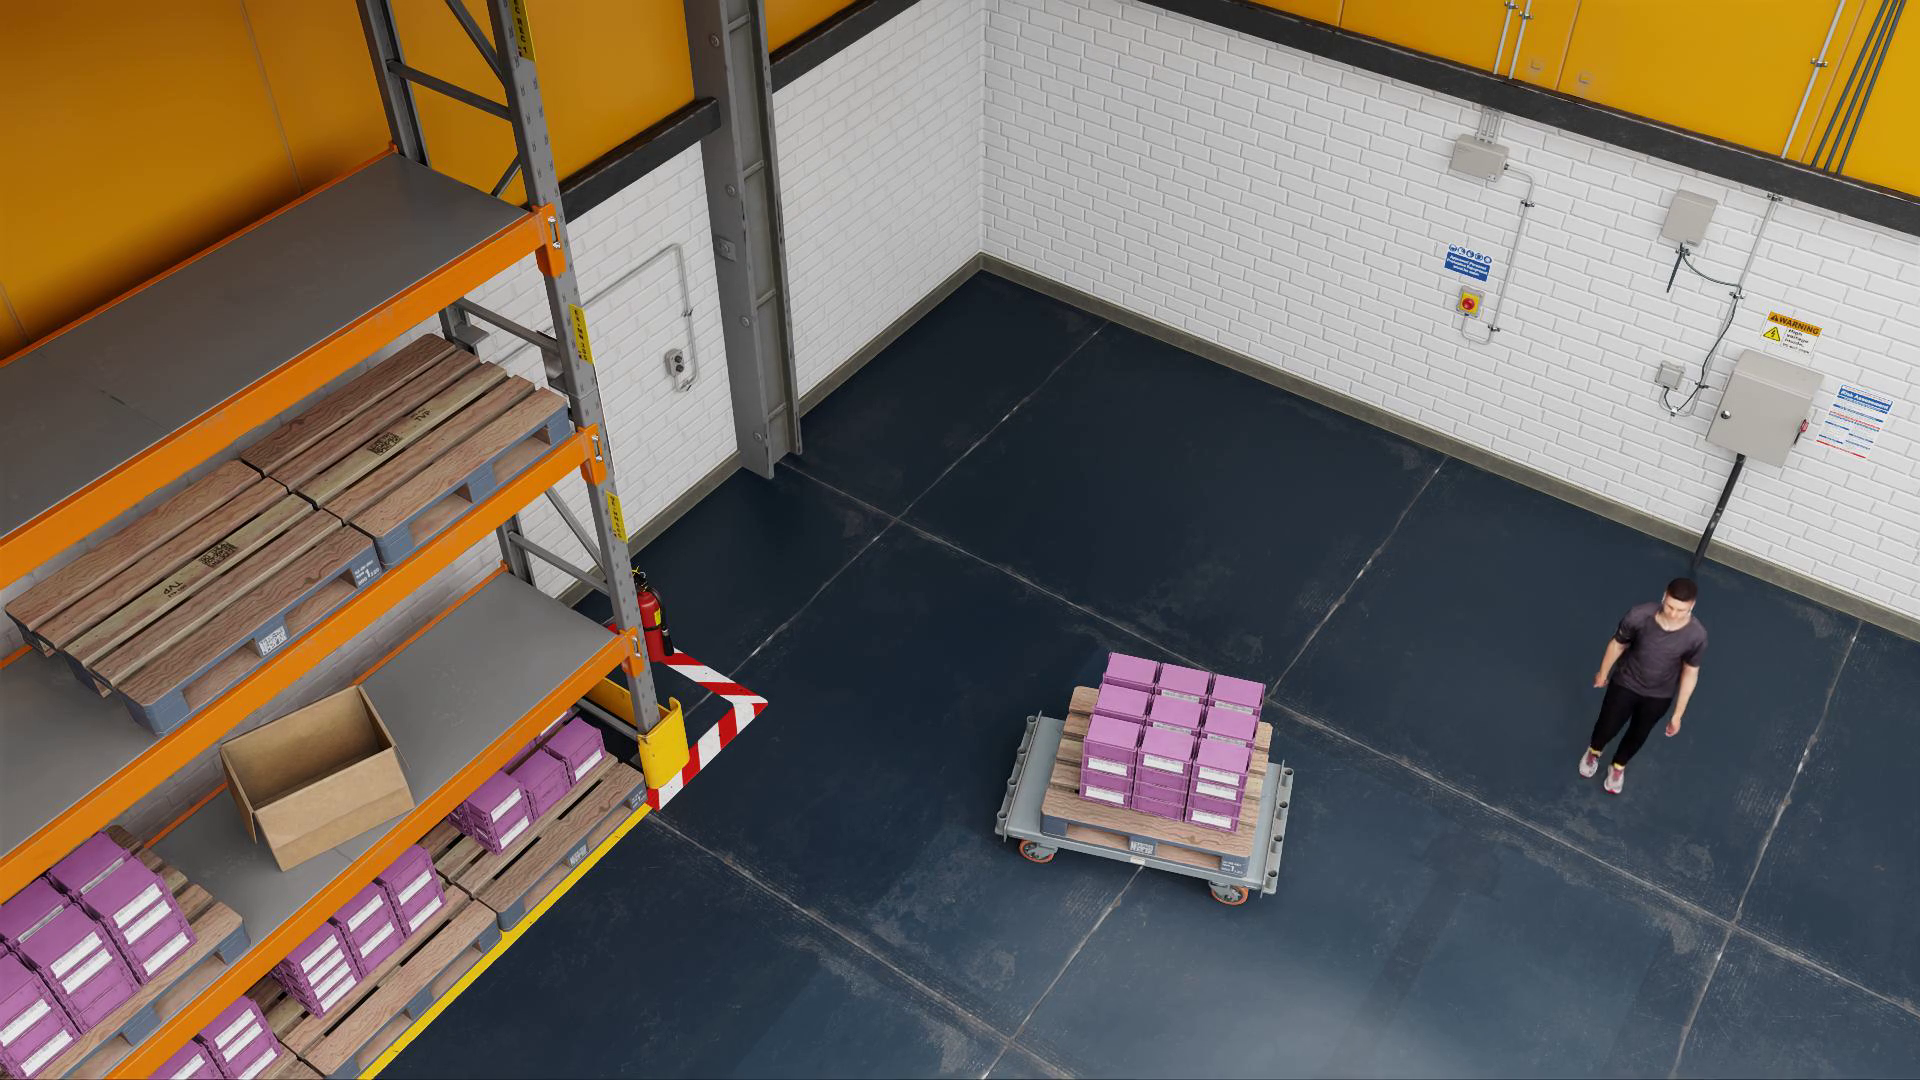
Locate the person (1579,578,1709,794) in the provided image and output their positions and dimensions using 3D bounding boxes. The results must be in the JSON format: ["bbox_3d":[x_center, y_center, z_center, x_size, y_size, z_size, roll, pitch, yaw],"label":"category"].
[{"bbox_3d":[4.044,0.795,9.812,0.727,1.749,0.724,14,45,14],"label":"person"}]
